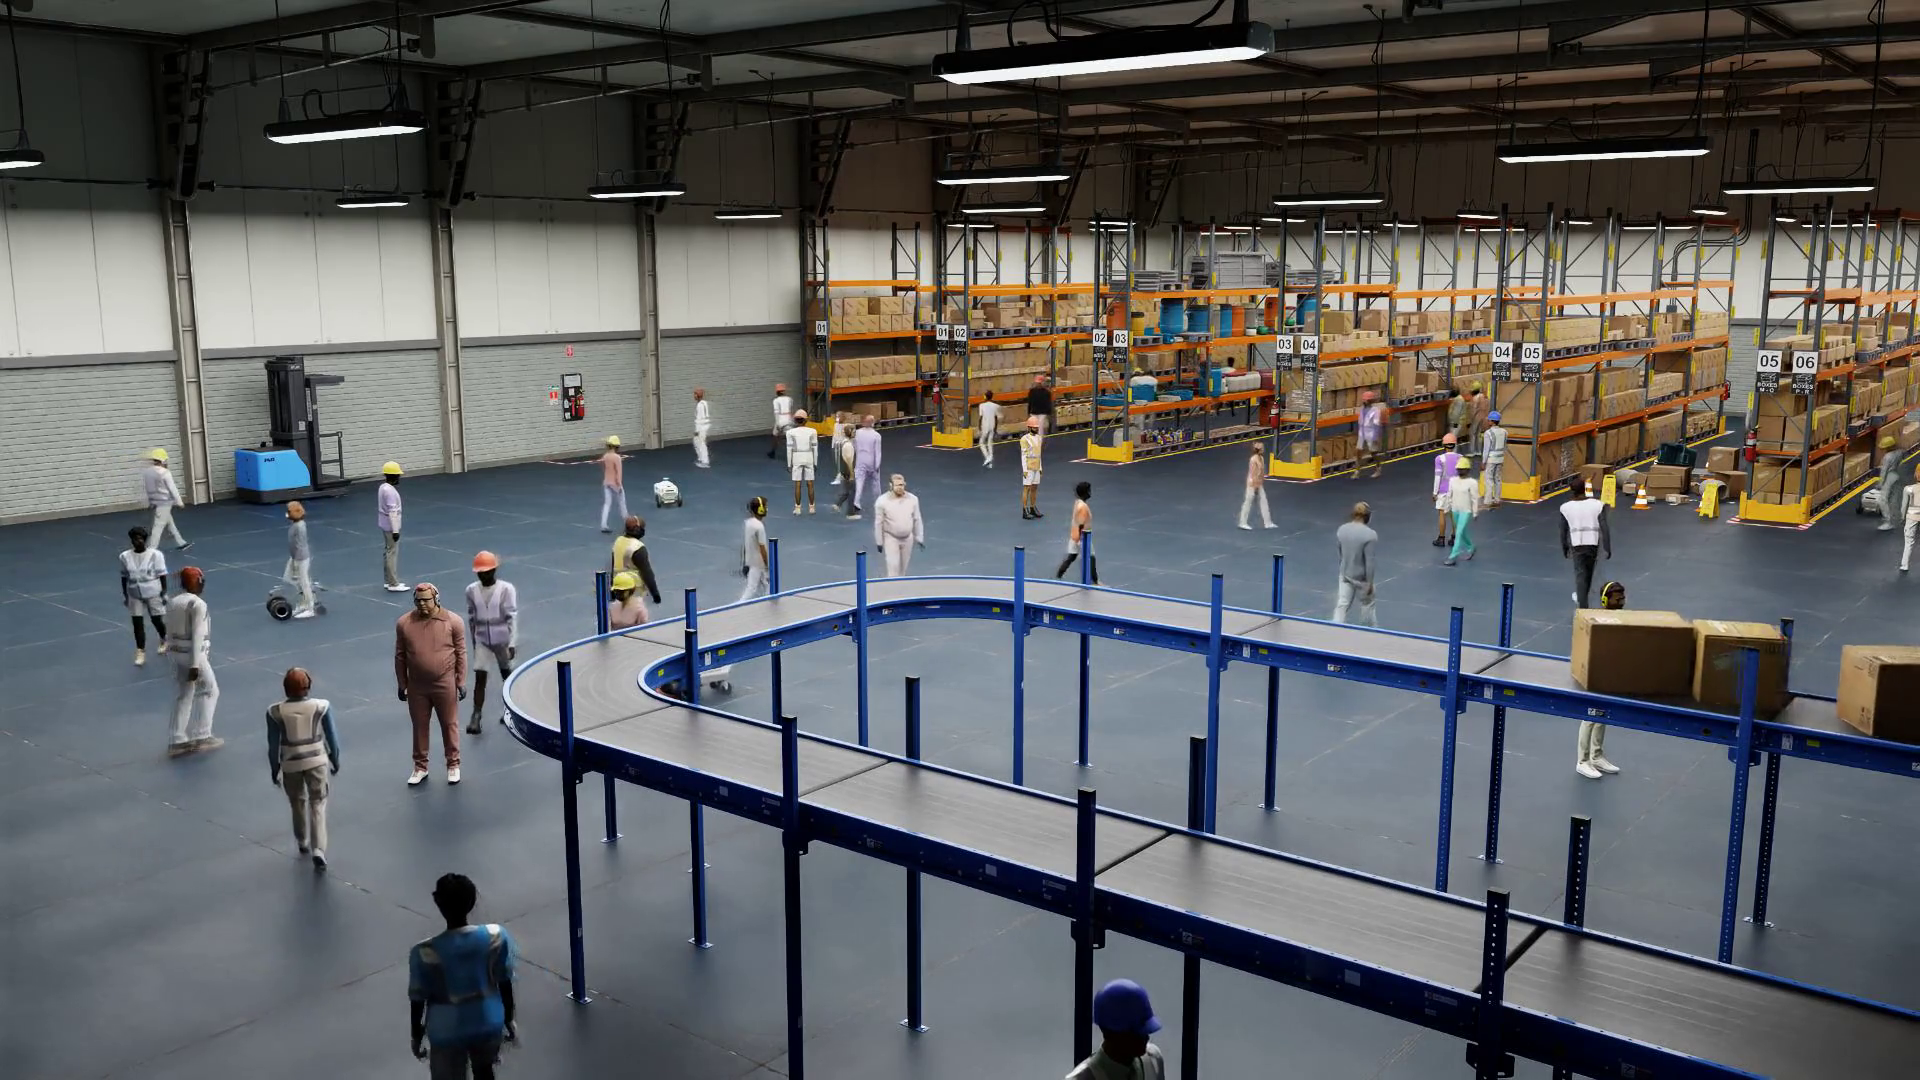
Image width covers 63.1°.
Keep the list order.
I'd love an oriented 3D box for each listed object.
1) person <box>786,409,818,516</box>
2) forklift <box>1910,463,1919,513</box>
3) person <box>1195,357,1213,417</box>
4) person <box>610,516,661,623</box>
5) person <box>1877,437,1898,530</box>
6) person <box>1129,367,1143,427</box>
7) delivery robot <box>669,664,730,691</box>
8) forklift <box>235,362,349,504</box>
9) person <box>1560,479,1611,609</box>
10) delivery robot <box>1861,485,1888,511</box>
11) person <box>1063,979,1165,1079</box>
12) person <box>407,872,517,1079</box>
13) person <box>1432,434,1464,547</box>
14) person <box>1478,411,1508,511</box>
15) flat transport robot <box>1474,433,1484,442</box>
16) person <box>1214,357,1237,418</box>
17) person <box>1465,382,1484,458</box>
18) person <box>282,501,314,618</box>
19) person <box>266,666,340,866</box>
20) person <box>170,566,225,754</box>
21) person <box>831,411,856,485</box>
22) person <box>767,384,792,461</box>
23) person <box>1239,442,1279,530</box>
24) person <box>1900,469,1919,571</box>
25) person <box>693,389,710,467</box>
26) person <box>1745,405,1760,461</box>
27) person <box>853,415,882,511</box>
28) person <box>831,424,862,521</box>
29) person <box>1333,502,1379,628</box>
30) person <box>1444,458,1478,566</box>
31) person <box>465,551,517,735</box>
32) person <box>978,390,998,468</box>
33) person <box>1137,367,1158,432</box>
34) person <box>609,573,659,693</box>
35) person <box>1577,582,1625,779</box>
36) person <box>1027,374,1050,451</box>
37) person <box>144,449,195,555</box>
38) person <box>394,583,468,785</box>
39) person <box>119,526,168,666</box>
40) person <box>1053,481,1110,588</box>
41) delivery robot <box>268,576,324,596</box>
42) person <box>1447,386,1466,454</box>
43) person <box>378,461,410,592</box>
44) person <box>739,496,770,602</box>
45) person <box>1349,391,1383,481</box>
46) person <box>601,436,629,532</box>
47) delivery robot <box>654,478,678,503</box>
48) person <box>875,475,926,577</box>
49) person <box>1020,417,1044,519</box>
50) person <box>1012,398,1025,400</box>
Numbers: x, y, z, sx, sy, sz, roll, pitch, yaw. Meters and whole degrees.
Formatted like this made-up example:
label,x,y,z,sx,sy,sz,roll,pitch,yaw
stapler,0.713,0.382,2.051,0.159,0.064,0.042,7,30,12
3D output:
label,x,y,z,sx,sy,sz,roll,pitch,yaw
person,-3.042,-1.495,30.154,0.605,2.036,0.393,-2,10,-13
forklift,19.034,-1.348,28.998,2.313,2.155,1.214,8,13,37
person,7.647,-4.803,48.993,0.626,1.963,0.821,9,13,40
person,-3.901,0.605,18.992,0.993,1.789,0.644,-8,13,-37
person,16.984,-1.054,28.629,0.637,1.699,0.328,-8,13,-39
person,5.134,-4.164,45.912,0.688,1.786,0.404,-9,13,-40
delivery robot,-2.958,1.448,17.610,0.707,0.478,0.477,-7,12,-33
forklift,-13.803,-2.244,32.110,1.129,2.768,1.873,8,13,37
person,8.681,0.081,21.790,0.676,1.850,0.951,2,10,13
delivery robot,17.778,-0.816,30.349,0.707,0.478,0.477,-10,14,-43
person,0.644,2.747,6.514,0.381,1.951,0.607,9,14,43
person,-2.634,2.566,8.264,0.547,1.682,0.521,-6,12,-32
person,8.365,-0.861,26.863,0.551,1.933,0.369,-2,10,-12
person,10.479,-1.562,30.766,0.614,1.949,0.382,-7,12,-33
flat transport robot,14.668,-2.798,42.568,1.431,0.197,0.652,-4,11,-23
person,8.321,-4.756,48.800,0.598,1.938,0.879,8,13,39
person,12.884,-3.014,39.166,0.449,1.871,0.630,7,12,33
person,-9.066,0.273,21.363,0.424,1.618,0.505,-8,13,-38
person,-5.320,1.822,12.691,0.530,1.609,0.799,-3,11,-17
person,-7.670,1.190,15.550,0.595,1.846,0.584,6,12,32
person,-2.581,-2.048,34.417,0.641,1.614,0.510,-7,12,-34
person,-4.398,-2.900,38.480,0.549,1.883,1.006,-8,13,-39
person,5.443,-0.964,28.368,0.795,1.601,0.540,6,12,30
person,15.076,-0.308,24.591,0.511,1.638,0.308,5,11,25
person,-6.224,-2.660,37.180,0.576,1.862,0.605,0,10,-1
person,19.389,-2.770,37.987,0.589,1.811,0.697,5,11,24
person,-1.827,-1.532,30.853,0.641,1.866,0.954,4,11,21
person,-2.126,-1.277,29.489,0.475,1.828,0.538,-4,11,-19
person,5.012,0.460,19.539,0.987,1.889,0.653,-8,13,-37
person,8.156,-0.488,25.337,0.854,1.737,0.527,-7,12,-34
person,-4.865,1.053,16.231,0.560,1.877,1.004,0,10,1
person,0.647,-2.636,37.087,0.549,1.851,0.404,-5,11,-24
person,5.340,-3.946,44.333,0.655,1.903,0.912,5,11,26
person,-3.368,1.168,16.067,0.527,1.726,0.928,5,11,27
person,6.126,1.306,14.850,0.514,1.872,0.332,-7,12,-34
person,2.016,-3.277,40.316,0.638,1.984,0.441,6,12,29
person,-13.163,-0.619,25.931,0.598,1.781,0.938,7,12,33
person,-4.931,1.334,14.590,0.653,1.906,0.408,-1,10,-6
person,-9.931,0.647,19.080,0.543,1.687,0.592,-1,10,-8
person,1.759,-0.048,23.085,0.872,1.660,0.539,-1,10,-6
delivery robot,-9.167,0.611,21.586,0.698,0.223,0.335,-6,12,-30
person,12.227,-2.892,38.633,0.479,1.826,0.671,1,10,8
person,-8.415,-0.207,23.208,0.388,1.926,0.590,-6,12,-29
person,-2.662,0.335,20.462,0.990,1.830,0.551,-4,11,-23
person,9.181,-2.351,35.091,1.023,2.002,0.623,-8,13,-38
person,-6.214,-1.007,28.240,0.546,1.729,0.748,8,13,38
delivery robot,-5.910,-1.004,31.412,0.477,0.478,0.707,-4,11,-24
person,-0.812,0.022,22.063,0.662,1.872,0.881,-5,11,-24
person,1.388,-1.380,29.776,0.357,1.938,0.545,9,13,40
person,1.826,-4.240,46.192,0.581,1.824,0.629,7,12,36
